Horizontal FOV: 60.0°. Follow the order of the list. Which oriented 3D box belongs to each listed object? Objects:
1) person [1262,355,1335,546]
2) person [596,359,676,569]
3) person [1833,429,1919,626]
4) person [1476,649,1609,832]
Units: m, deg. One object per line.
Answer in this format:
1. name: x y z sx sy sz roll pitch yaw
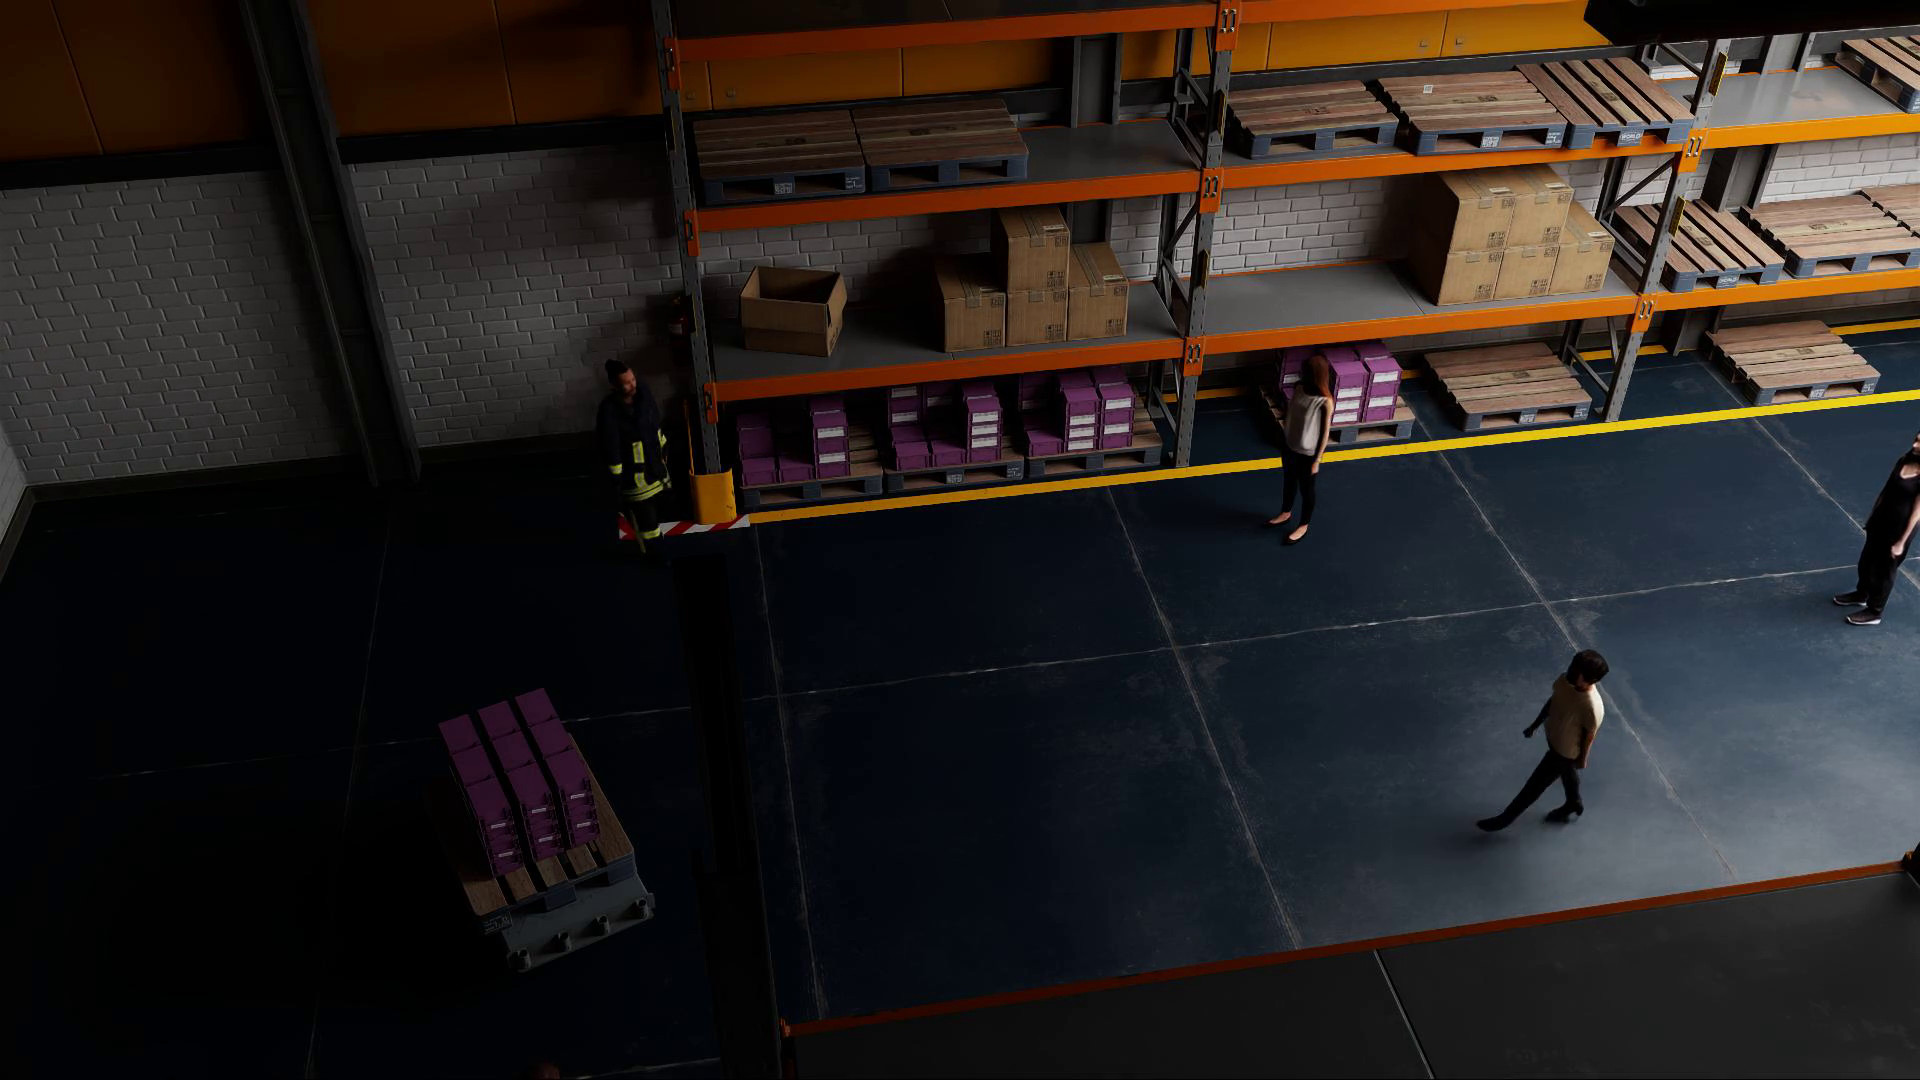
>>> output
1. person: 2.727 -0.741 13.182 0.618 1.718 0.641 -20 43 -24
2. person: -2.564 -0.649 12.965 1.077 1.844 1.014 22 43 25
3. person: 6.979 -0.112 12.374 0.500 1.744 0.557 -6 39 -8
4. person: 3.968 1.310 10.748 1.023 1.549 0.668 -2 39 -3
